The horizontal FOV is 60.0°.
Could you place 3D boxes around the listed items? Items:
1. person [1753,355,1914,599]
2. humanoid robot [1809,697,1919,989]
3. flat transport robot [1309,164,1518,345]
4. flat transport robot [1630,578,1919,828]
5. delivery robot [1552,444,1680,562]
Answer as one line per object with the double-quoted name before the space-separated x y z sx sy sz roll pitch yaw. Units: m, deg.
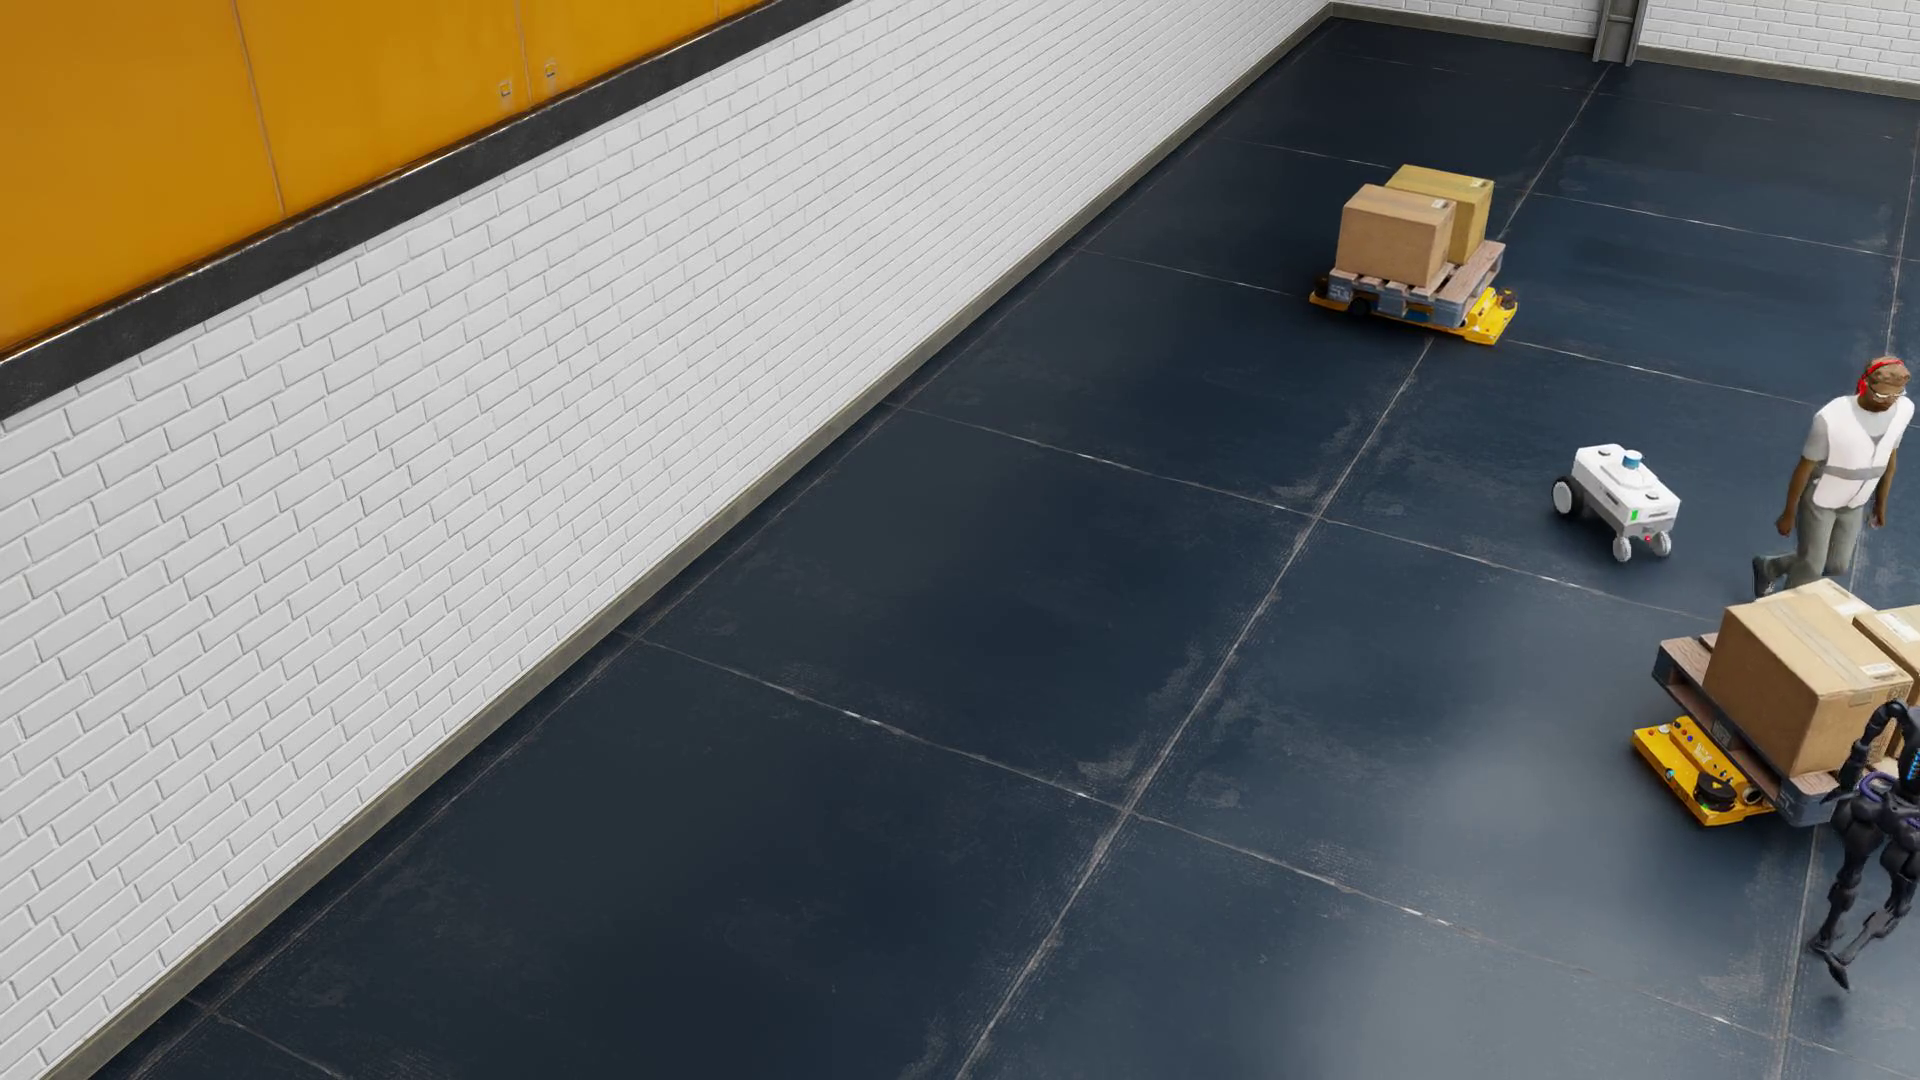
"person" 4.642 -0.235 8.937 0.582 1.814 0.614 -10 35 -15
"humanoid robot" 3.859 1.192 6.946 0.468 1.649 0.611 -22 40 -29
"flat transport robot" 3.473 -1.853 12.735 1.431 0.231 0.659 18 38 25
"flat transport robot" 4.222 1.056 8.407 1.431 0.231 0.659 -8 35 -11
"delivery robot" 4.025 -0.277 10.125 0.499 0.586 0.773 -8 35 -11
